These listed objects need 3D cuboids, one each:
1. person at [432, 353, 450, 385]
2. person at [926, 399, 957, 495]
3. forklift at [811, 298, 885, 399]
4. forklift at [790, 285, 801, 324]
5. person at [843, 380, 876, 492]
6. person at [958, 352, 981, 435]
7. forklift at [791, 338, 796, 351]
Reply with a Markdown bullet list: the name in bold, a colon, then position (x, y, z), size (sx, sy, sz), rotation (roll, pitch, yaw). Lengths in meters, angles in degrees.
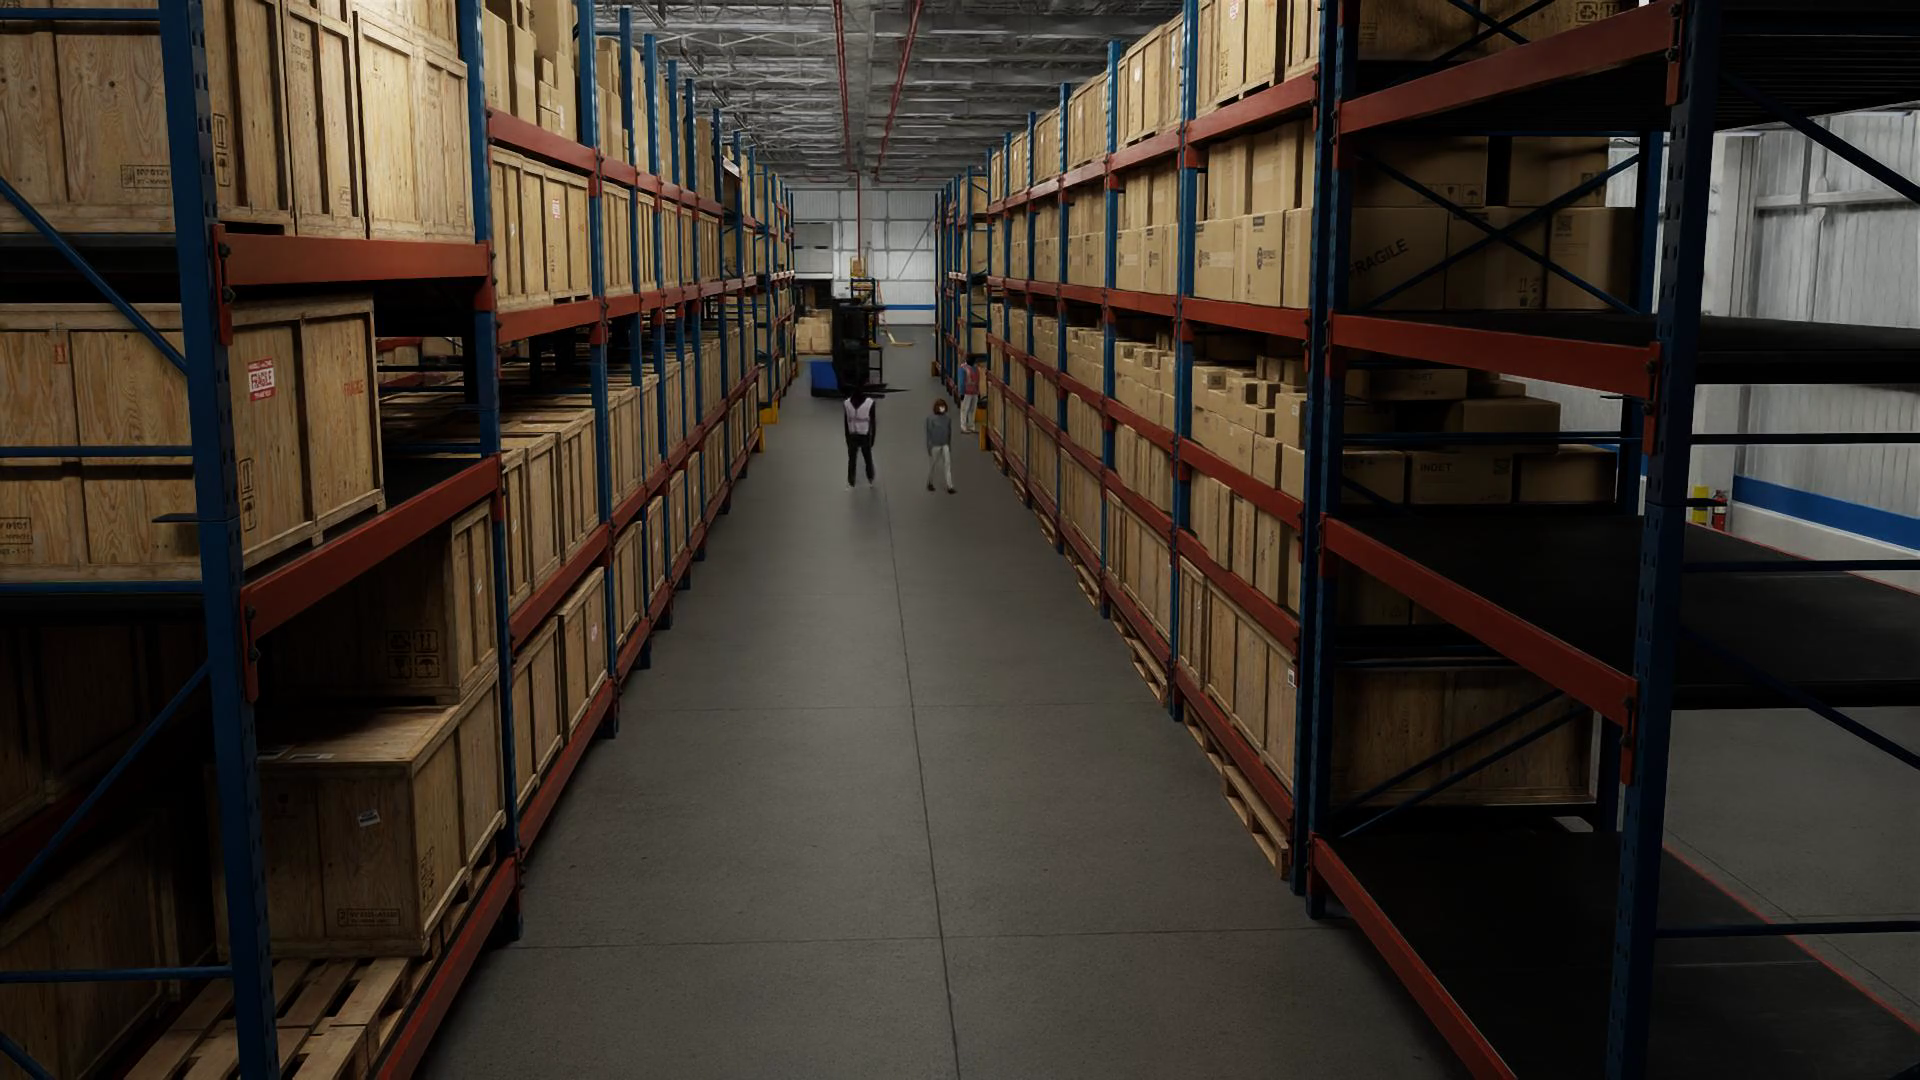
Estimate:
- **person**: position (-11.102, -3.074, 35.769), size (0.453, 1.890, 0.652), rotation (-5, 11, -27)
- **person**: position (-0.342, -1.558, 27.635), size (0.513, 1.583, 0.879), rotation (-5, 11, -28)
- **forklift**: position (-3.167, -5.330, 46.307), size (1.873, 2.768, 1.129), rotation (8, 12, 39)
- **forklift**: position (-7.567, -10.021, 74.325), size (1.129, 2.768, 1.873), rotation (5, 11, 27)
- **person**: position (-1.682, -1.787, 28.197), size (0.605, 1.868, 1.012), rotation (3, 10, 15)
- **person**: position (0.236, -3.282, 37.181), size (0.430, 1.841, 0.624), rotation (9, 13, 42)
- **forklift**: position (-6.919, -7.567, 59.667), size (1.873, 2.768, 1.129), rotation (-5, 11, -27)
